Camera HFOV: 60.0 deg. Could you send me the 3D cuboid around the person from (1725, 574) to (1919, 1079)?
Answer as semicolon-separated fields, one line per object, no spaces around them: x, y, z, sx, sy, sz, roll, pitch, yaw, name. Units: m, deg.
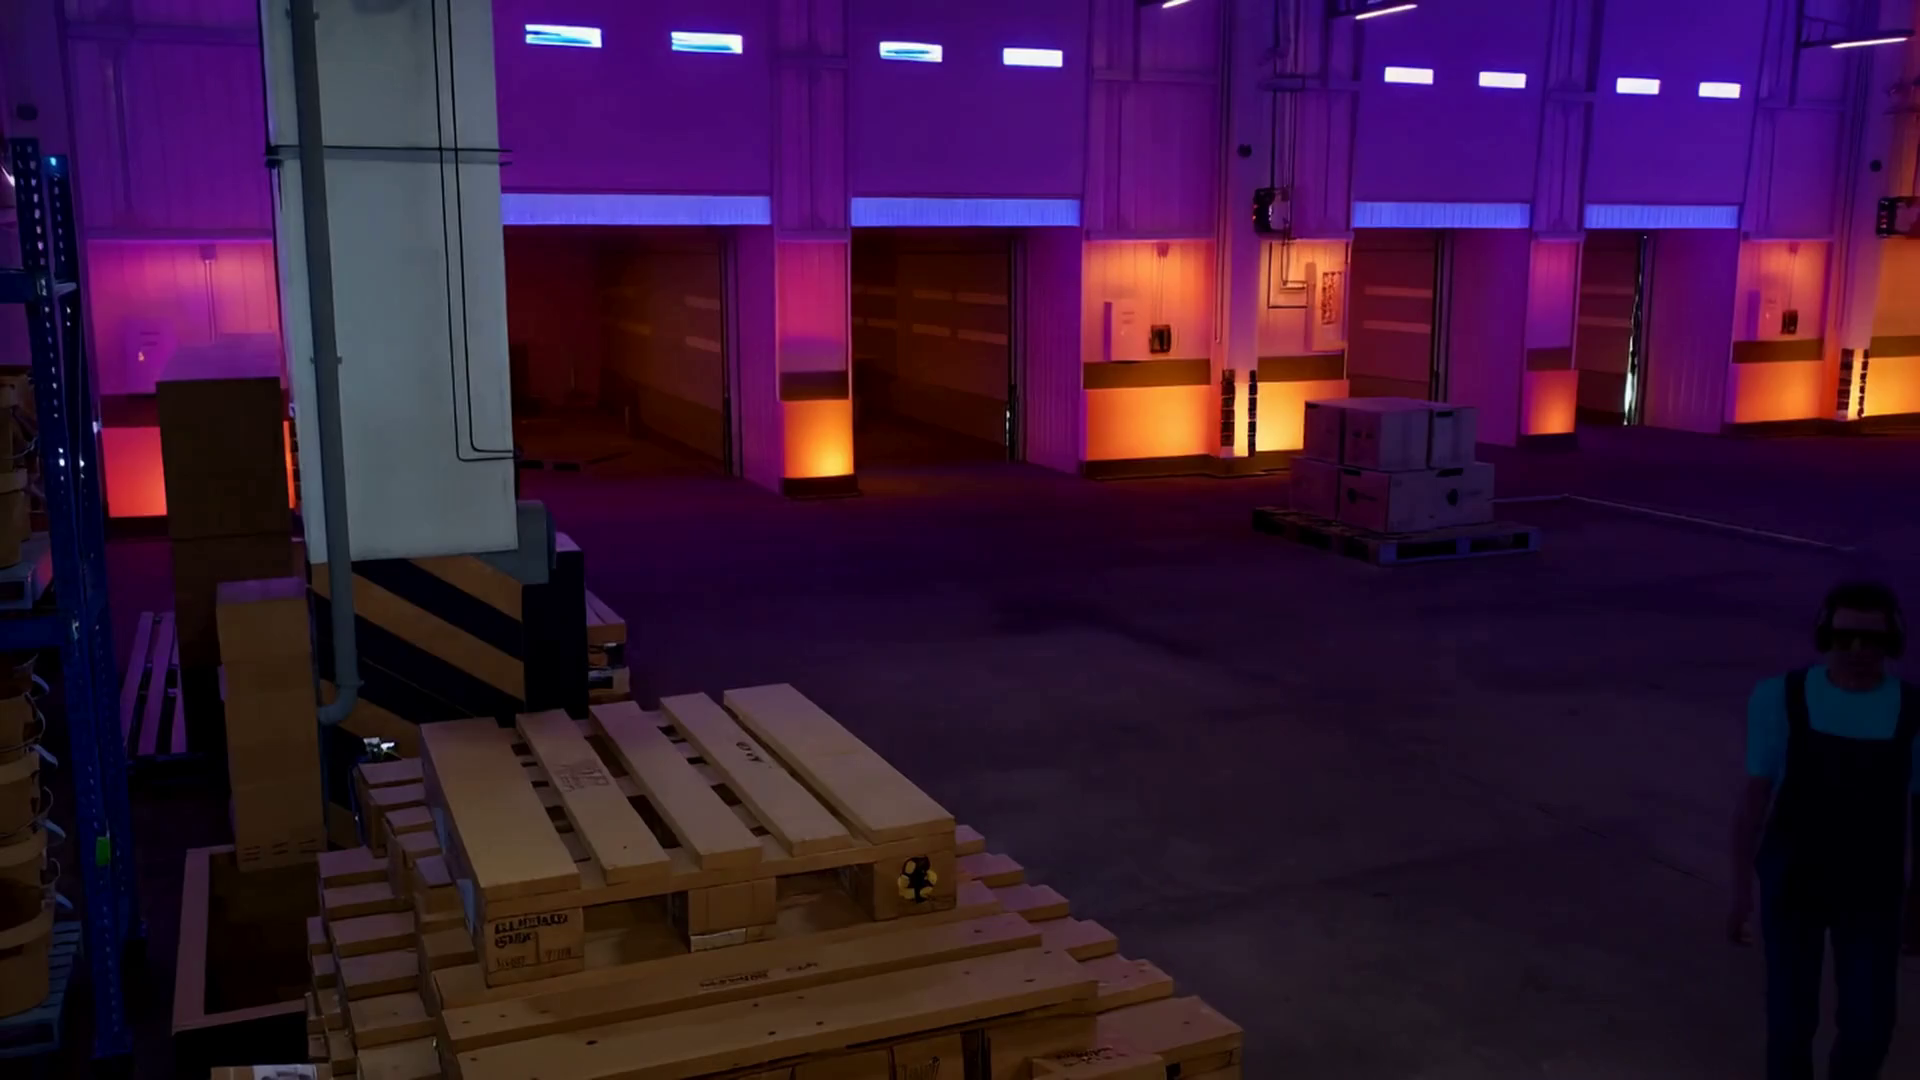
2.443;0.980;4.684;0.516;1.830;0.501;5;11;25;person
